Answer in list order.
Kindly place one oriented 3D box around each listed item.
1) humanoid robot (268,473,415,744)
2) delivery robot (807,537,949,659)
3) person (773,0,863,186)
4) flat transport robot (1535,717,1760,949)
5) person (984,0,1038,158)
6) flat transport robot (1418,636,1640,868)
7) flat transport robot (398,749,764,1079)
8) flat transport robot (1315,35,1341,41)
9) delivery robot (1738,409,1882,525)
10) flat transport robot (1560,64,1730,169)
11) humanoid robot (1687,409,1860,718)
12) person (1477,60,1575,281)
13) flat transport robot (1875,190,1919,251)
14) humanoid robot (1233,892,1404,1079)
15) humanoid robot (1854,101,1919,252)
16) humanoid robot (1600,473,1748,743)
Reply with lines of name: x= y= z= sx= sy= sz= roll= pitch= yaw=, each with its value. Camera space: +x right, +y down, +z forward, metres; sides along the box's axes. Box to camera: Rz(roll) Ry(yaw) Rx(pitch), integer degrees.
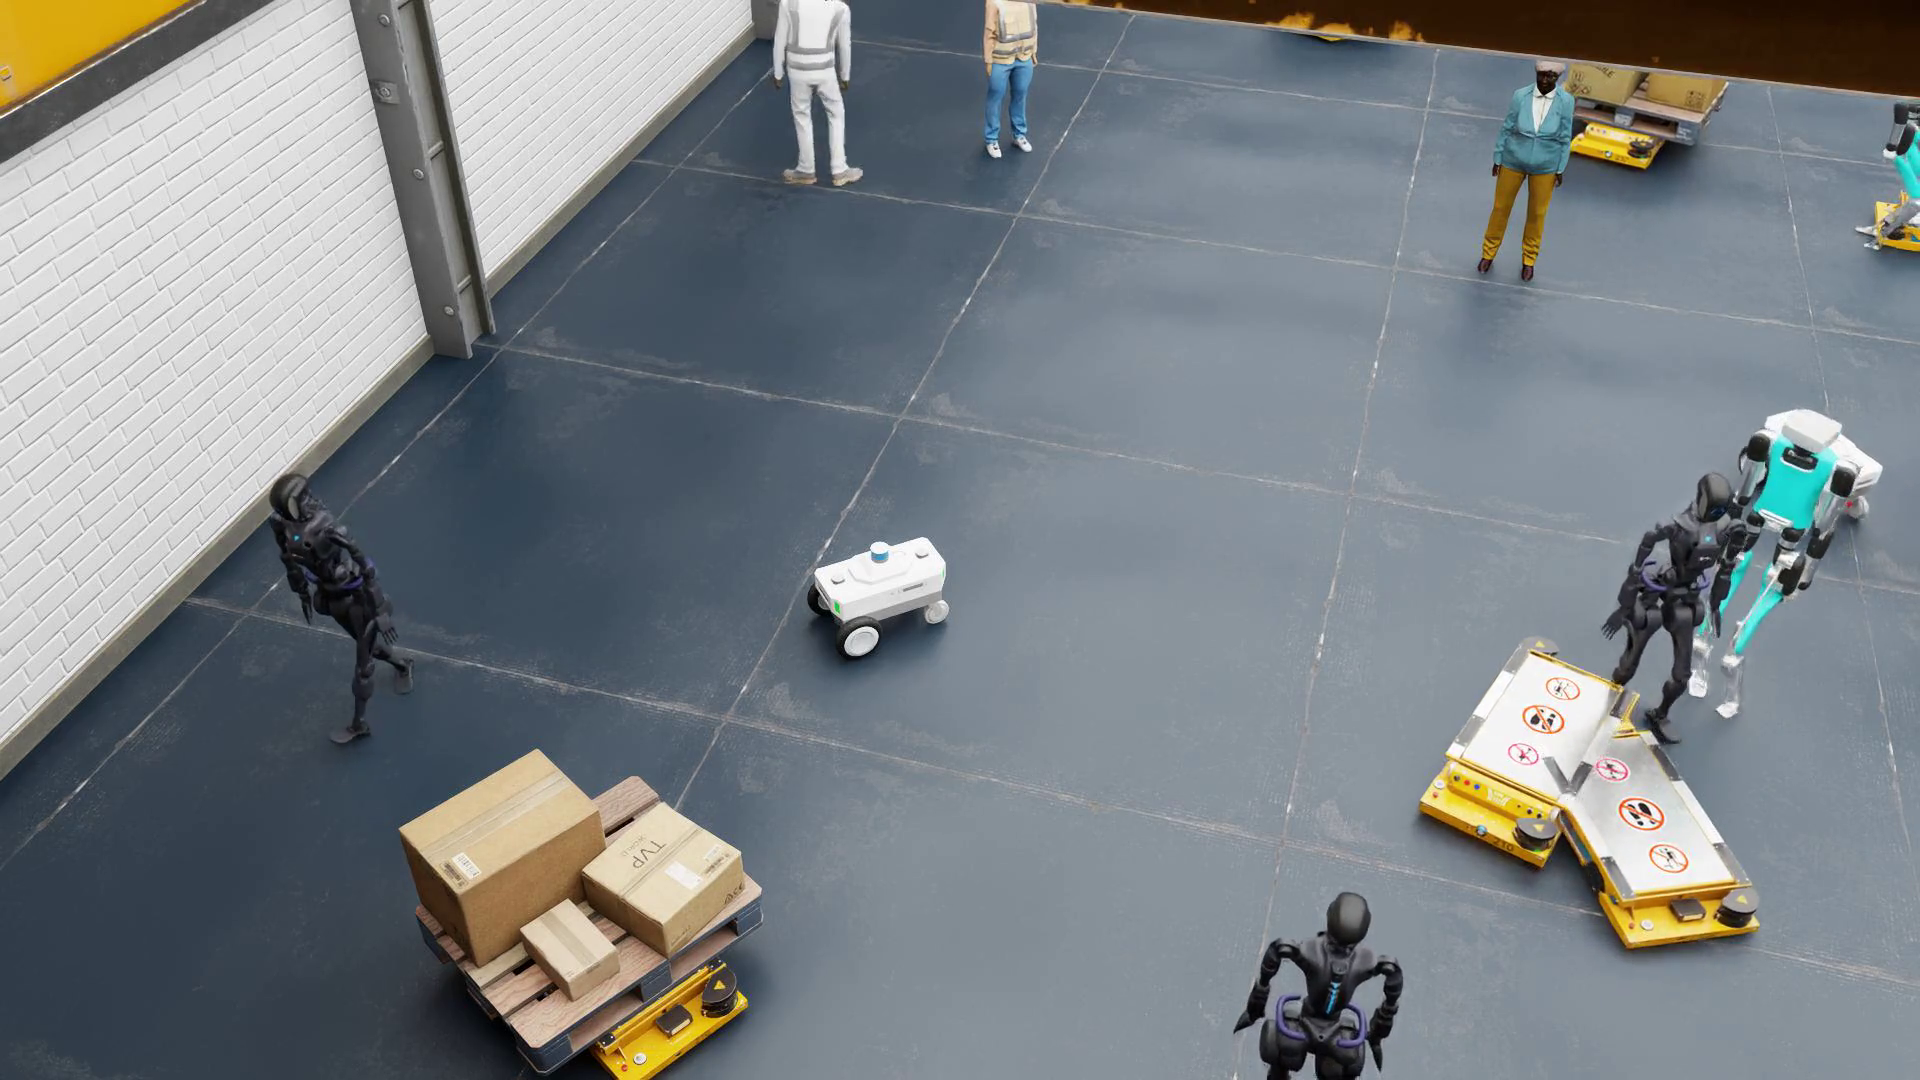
humanoid robot: x=-3.158 y=0.296 z=8.539 sx=0.590 sy=1.620 sz=0.748 roll=12 pitch=40 yaw=14
delivery robot: x=-0.454 y=0.264 z=9.424 sx=0.745 sy=0.565 sz=0.499 roll=-17 pitch=42 yaw=-20
person: x=-1.166 y=-3.735 z=13.392 sx=0.673 sy=1.856 sz=0.338 roll=-7 pitch=39 yaw=-8
flat transport robot: x=3.322 y=1.379 z=8.289 sx=0.659 sy=0.231 sz=1.431 roll=-5 pitch=39 yaw=-7
person: x=0.417 y=-4.043 z=13.876 sx=0.485 sy=1.720 sz=0.378 roll=-17 pitch=42 yaw=-20
flat transport robot: x=2.999 y=1.065 z=8.680 sx=0.659 sy=0.231 sz=1.431 roll=24 pitch=45 yaw=27
flat transport robot: x=-1.679 y=1.866 z=7.684 sx=0.659 sy=0.231 sz=1.431 roll=-31 pitch=48 yaw=-32
flat transport robot: x=3.911 y=-5.337 z=16.643 sx=1.431 sy=0.231 sz=0.659 roll=-29 pitch=47 yaw=-31
delivery robot: x=5.336 y=-0.499 z=10.379 sx=0.499 sy=0.572 sz=0.747 roll=-14 pitch=41 yaw=-17
flat transport robot: x=5.900 y=-3.667 z=14.566 sx=0.659 sy=0.231 sz=1.431 roll=23 pitch=44 yaw=26
humanoid robot: x=4.067 y=0.192 z=8.589 sx=0.543 sy=1.783 sz=0.680 roll=31 pitch=48 yaw=33
person: x=4.182 y=-2.748 z=12.244 sx=0.529 sy=1.747 sz=0.343 roll=14 pitch=41 yaw=16
flat transport robot: x=7.957 y=-2.400 z=12.990 sx=1.431 sy=0.231 sz=0.659 roll=14 pitch=41 yaw=16
humanoid robot: x=1.370 y=1.959 z=6.467 sx=0.592 sy=1.636 sz=0.697 roll=6 pitch=39 yaw=8
humanoid robot: x=7.284 y=-3.000 z=12.587 sx=0.650 sy=1.824 sz=0.531 roll=29 pitch=47 yaw=31
humanoid robot: x=3.614 y=0.340 z=8.458 sx=0.610 sy=1.639 sz=0.461 roll=-3 pitch=39 yaw=-4
